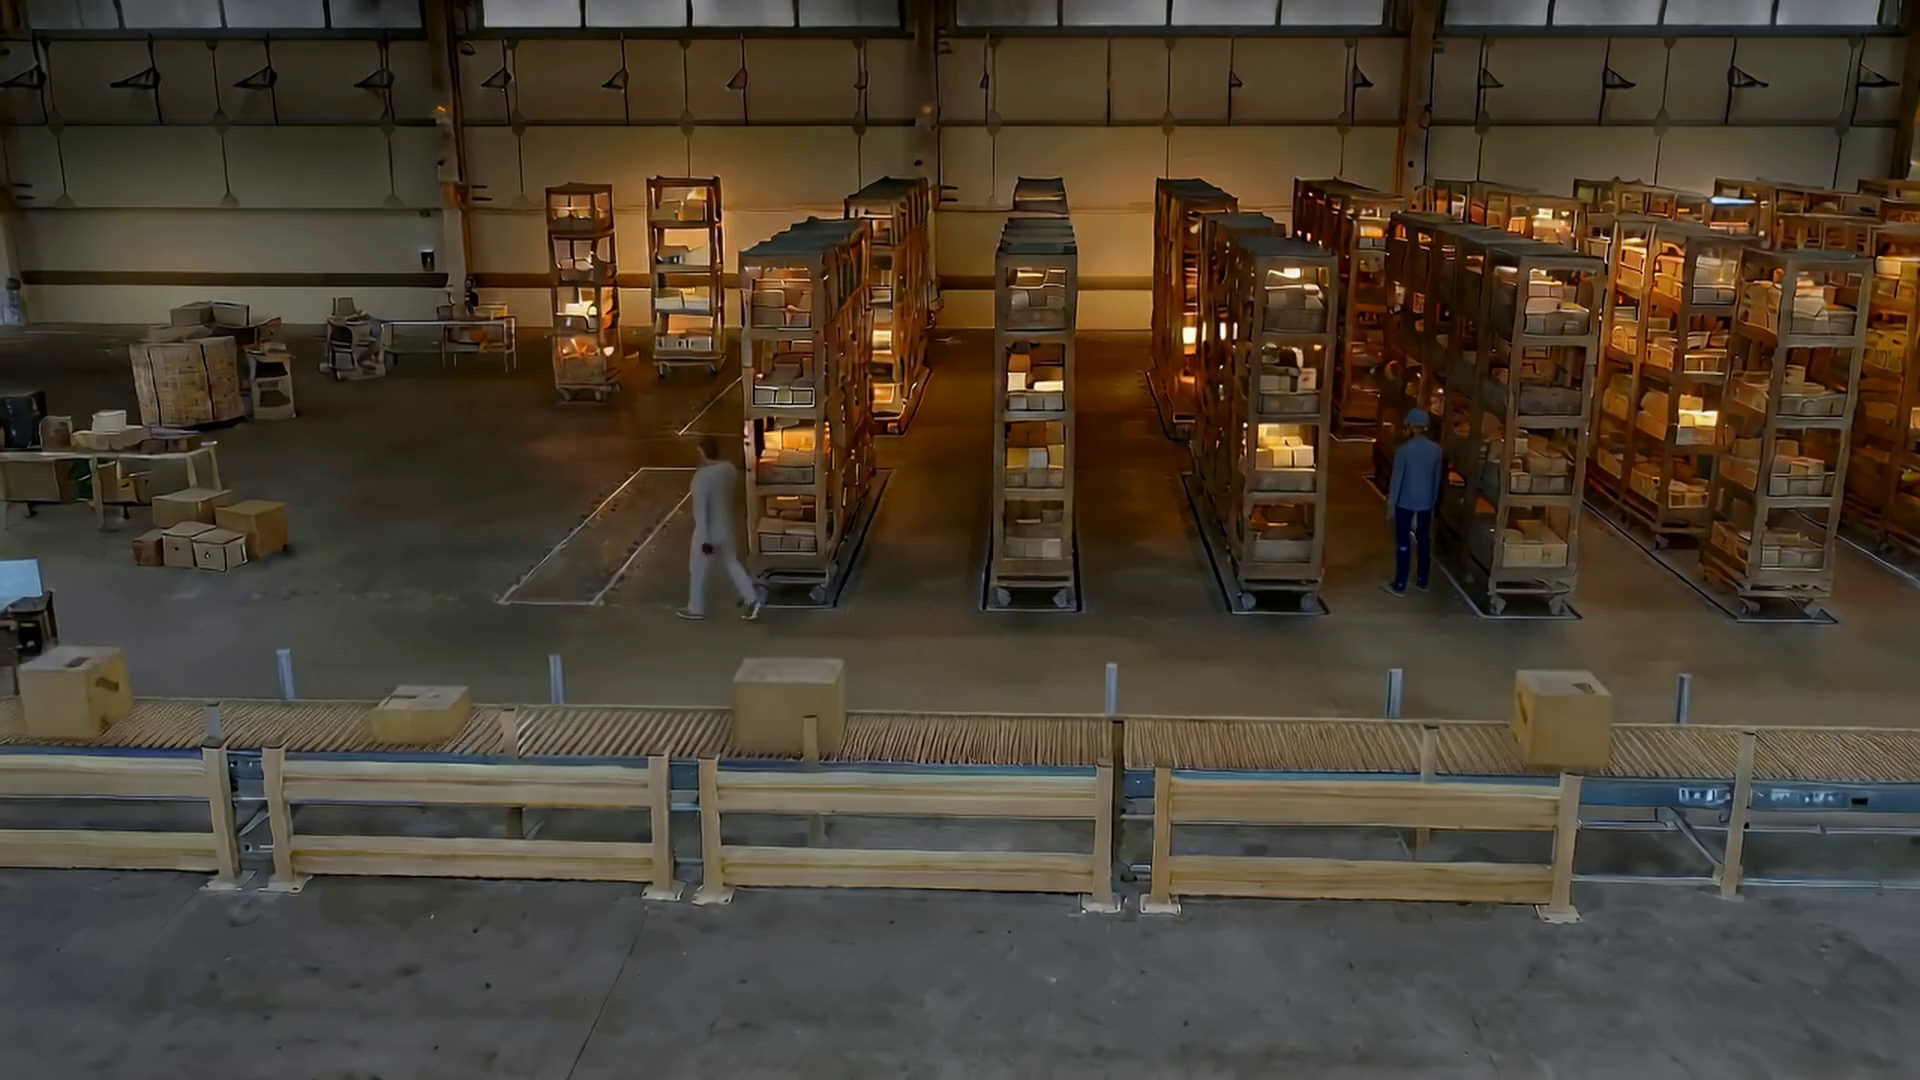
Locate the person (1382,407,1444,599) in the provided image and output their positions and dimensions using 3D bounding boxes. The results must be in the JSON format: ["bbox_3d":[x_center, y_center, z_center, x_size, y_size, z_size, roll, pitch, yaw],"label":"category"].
[{"bbox_3d":[4.675,-0.381,17.172,0.612,1.995,0.379,-6,16,-21],"label":"person"}]

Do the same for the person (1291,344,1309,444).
[{"bbox_3d":[4.765,-2.028,23.607,0.585,1.856,0.395,-9,18,-31],"label":"person"}]

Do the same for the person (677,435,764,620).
[{"bbox_3d":[-2.374,-0.109,16.416,0.878,1.866,0.642,10,18,32],"label":"person"}]
